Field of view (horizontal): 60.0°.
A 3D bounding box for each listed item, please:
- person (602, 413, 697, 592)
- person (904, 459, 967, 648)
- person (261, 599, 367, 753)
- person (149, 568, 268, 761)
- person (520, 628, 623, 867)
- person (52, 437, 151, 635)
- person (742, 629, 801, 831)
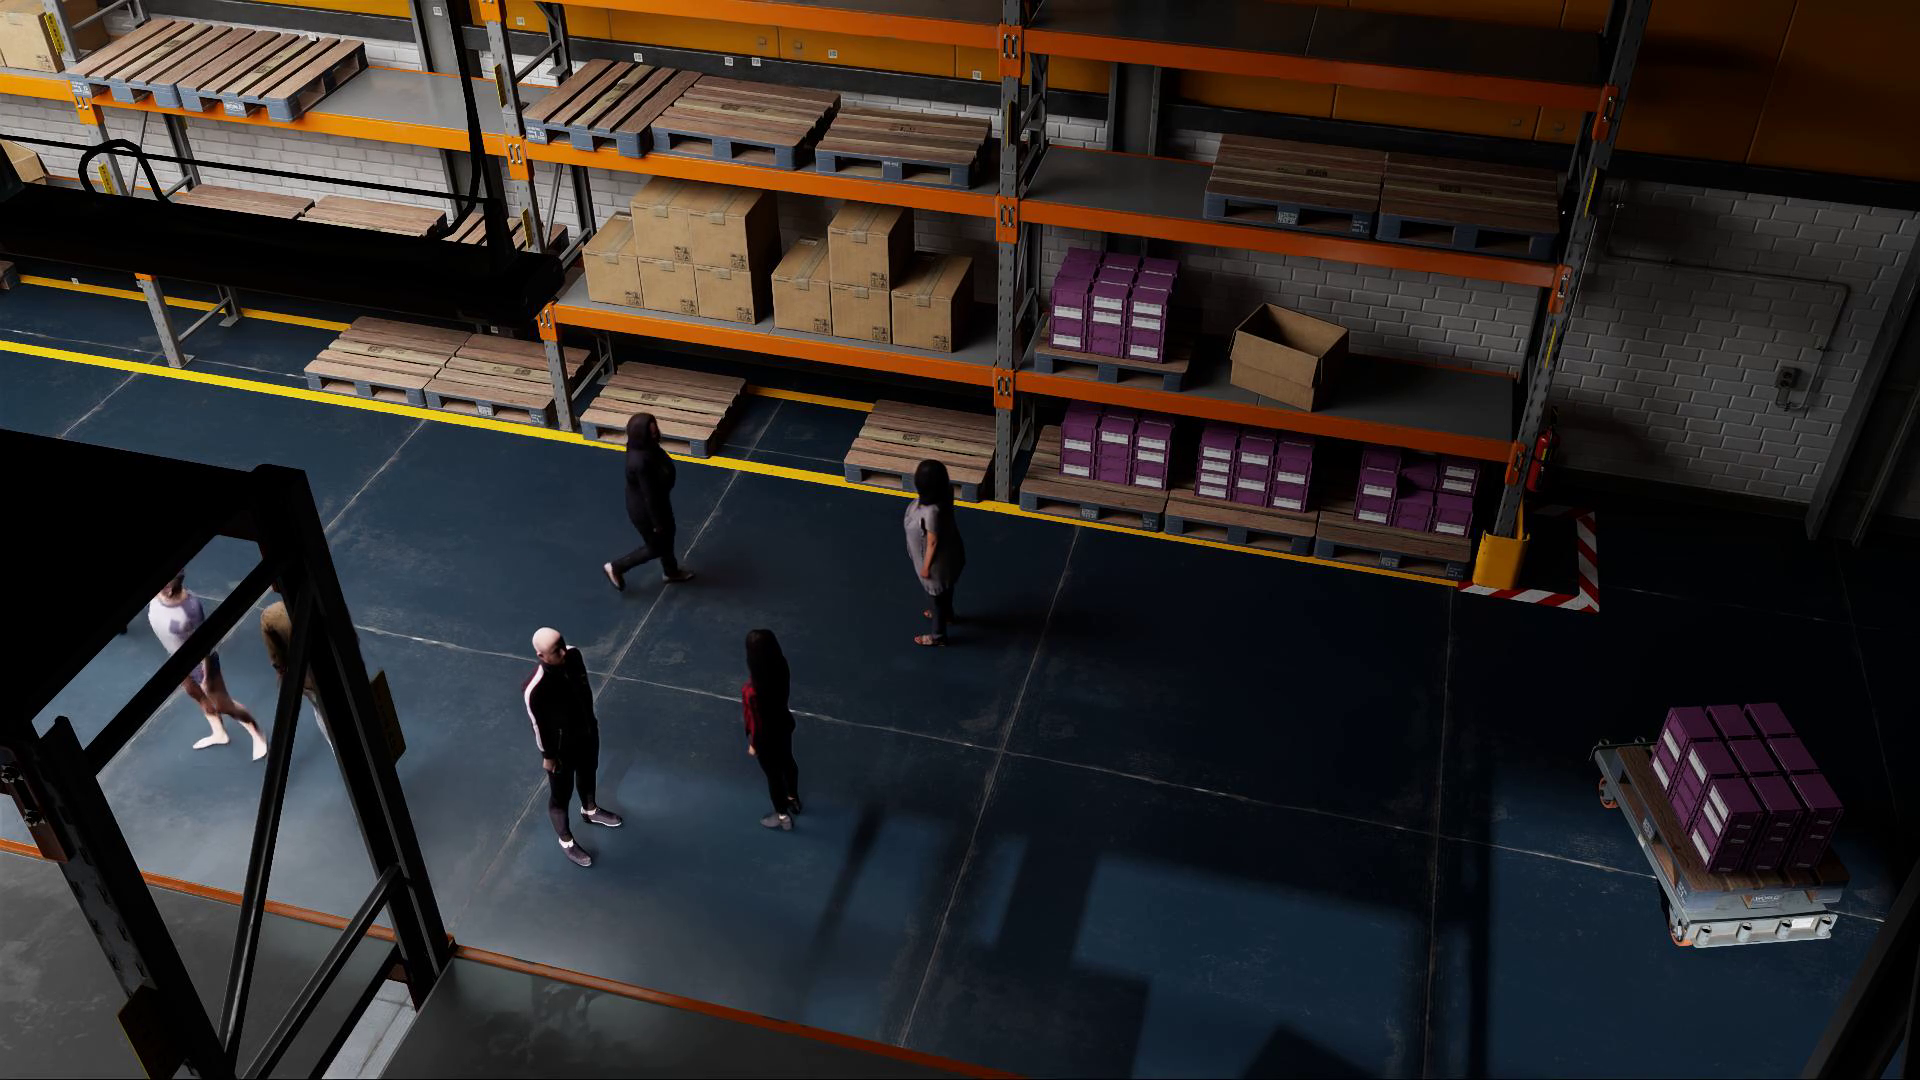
[{"bbox_3d":[-2.432,-0.238,12.621,1.019,1.595,0.835,-4,39,-5],"label":"person"},{"bbox_3d":[-0.167,0.076,12.216,0.635,1.610,0.617,9,39,11],"label":"person"},{"bbox_3d":[-4.196,0.921,10.999,1.012,1.807,1.059,-17,42,-20],"label":"person"},{"bbox_3d":[-5.198,0.775,11.237,0.857,1.740,0.652,-30,47,-32],"label":"person"},{"bbox_3d":[-2.503,1.256,10.555,0.616,1.837,0.697,15,41,18],"label":"person"},{"bbox_3d":[-6.300,0.011,12.171,0.805,1.767,0.637,13,41,16],"label":"person"},{"bbox_3d":[-1.201,1.222,10.743,0.538,1.657,0.607,14,41,17],"label":"person"}]
